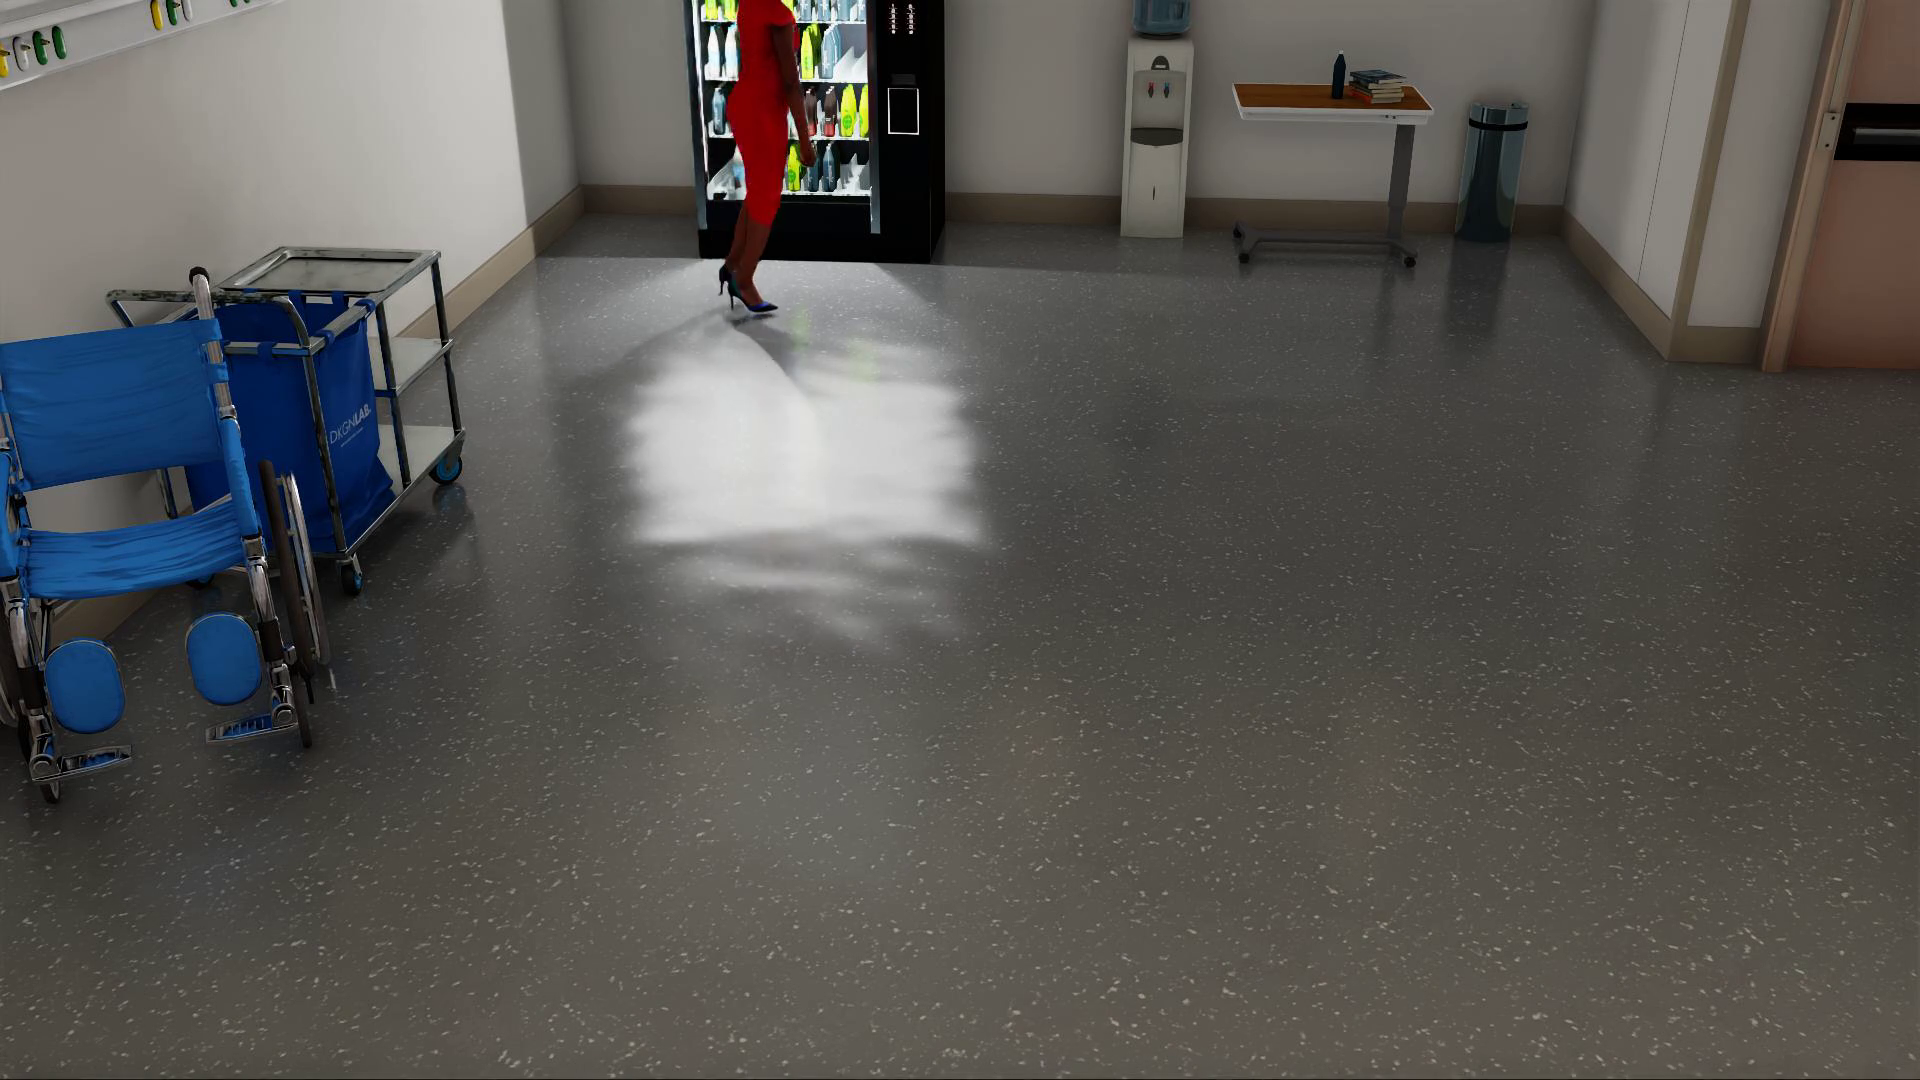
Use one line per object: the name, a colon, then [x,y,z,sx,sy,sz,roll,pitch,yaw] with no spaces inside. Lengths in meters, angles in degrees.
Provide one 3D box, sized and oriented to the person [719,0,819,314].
person: [-0.943,-1.844,7.510,0.795,1.714,0.775,-21,33,-37]
